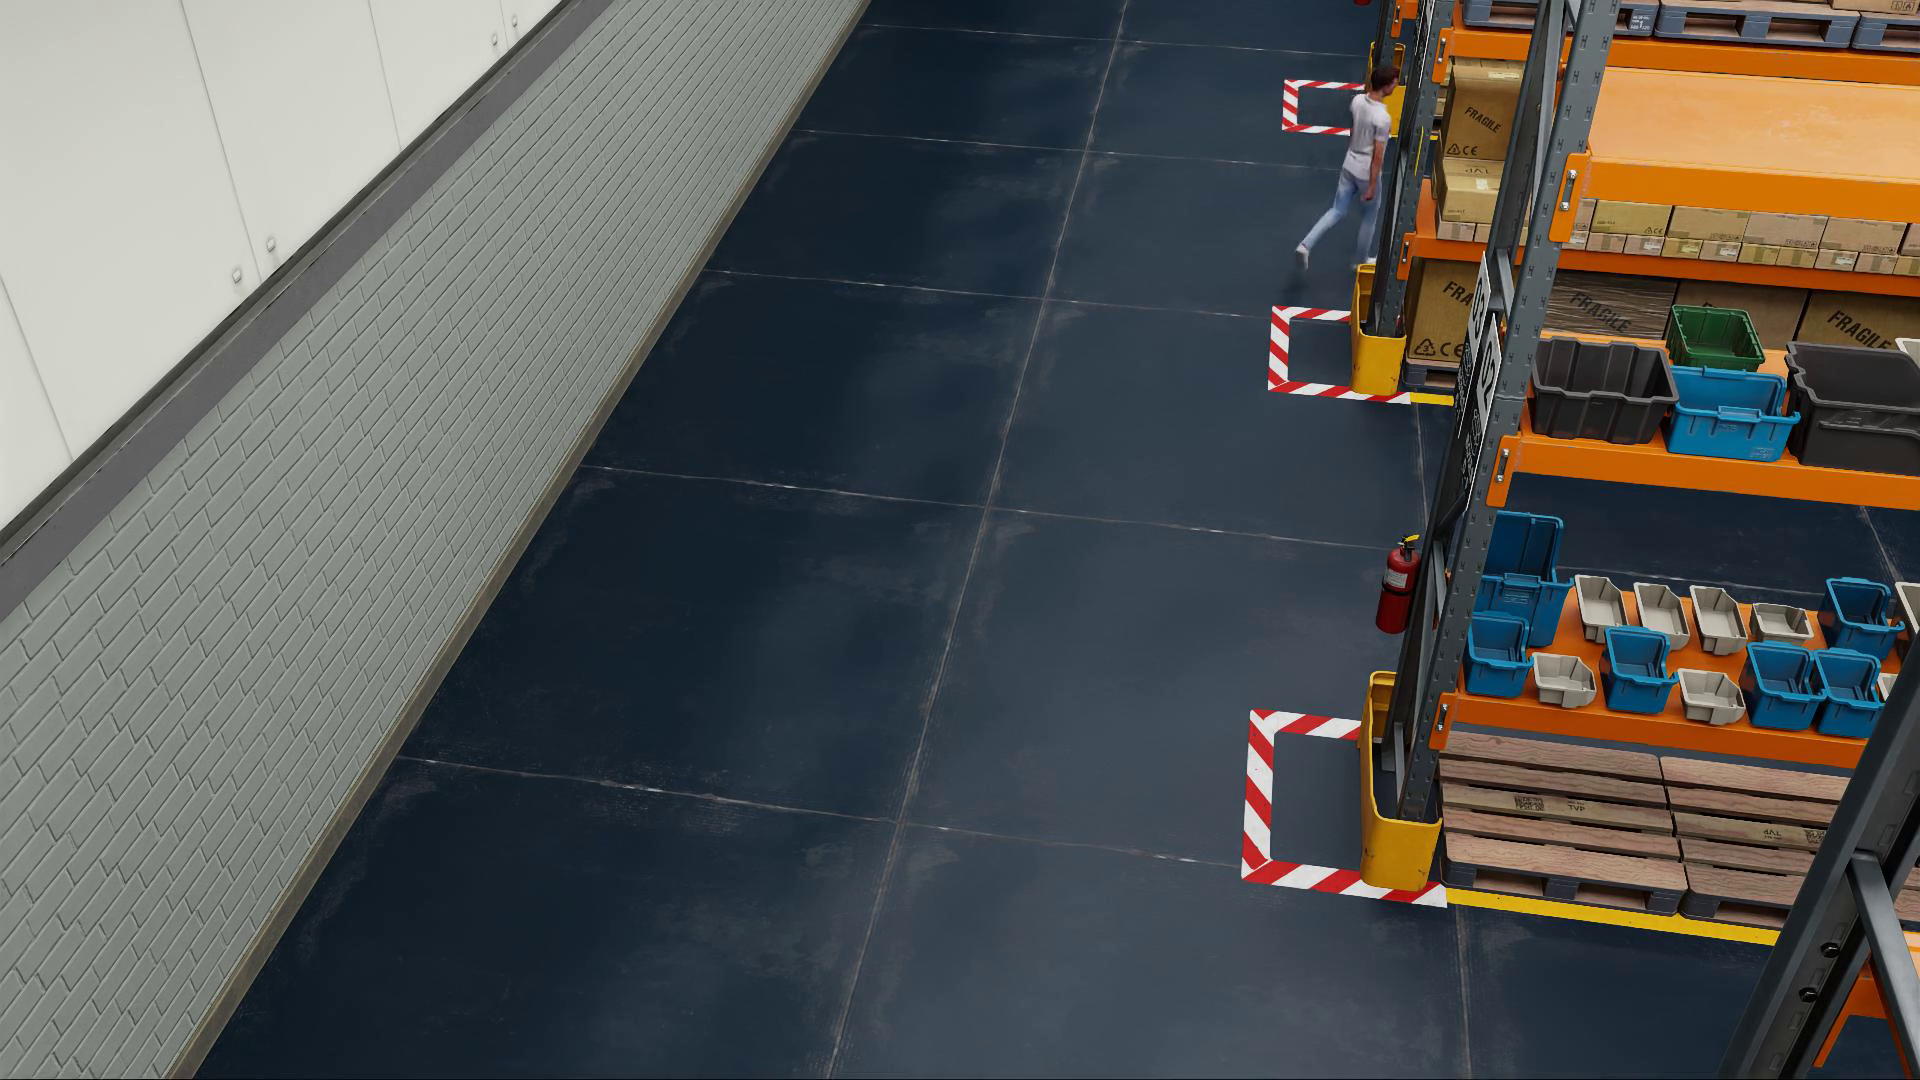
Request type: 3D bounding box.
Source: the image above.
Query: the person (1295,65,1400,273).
[{"bbox_3d":[3.217,-2.985,13.657,1.195,1.826,1.067,-18,41,-22],"label":"person"}]
